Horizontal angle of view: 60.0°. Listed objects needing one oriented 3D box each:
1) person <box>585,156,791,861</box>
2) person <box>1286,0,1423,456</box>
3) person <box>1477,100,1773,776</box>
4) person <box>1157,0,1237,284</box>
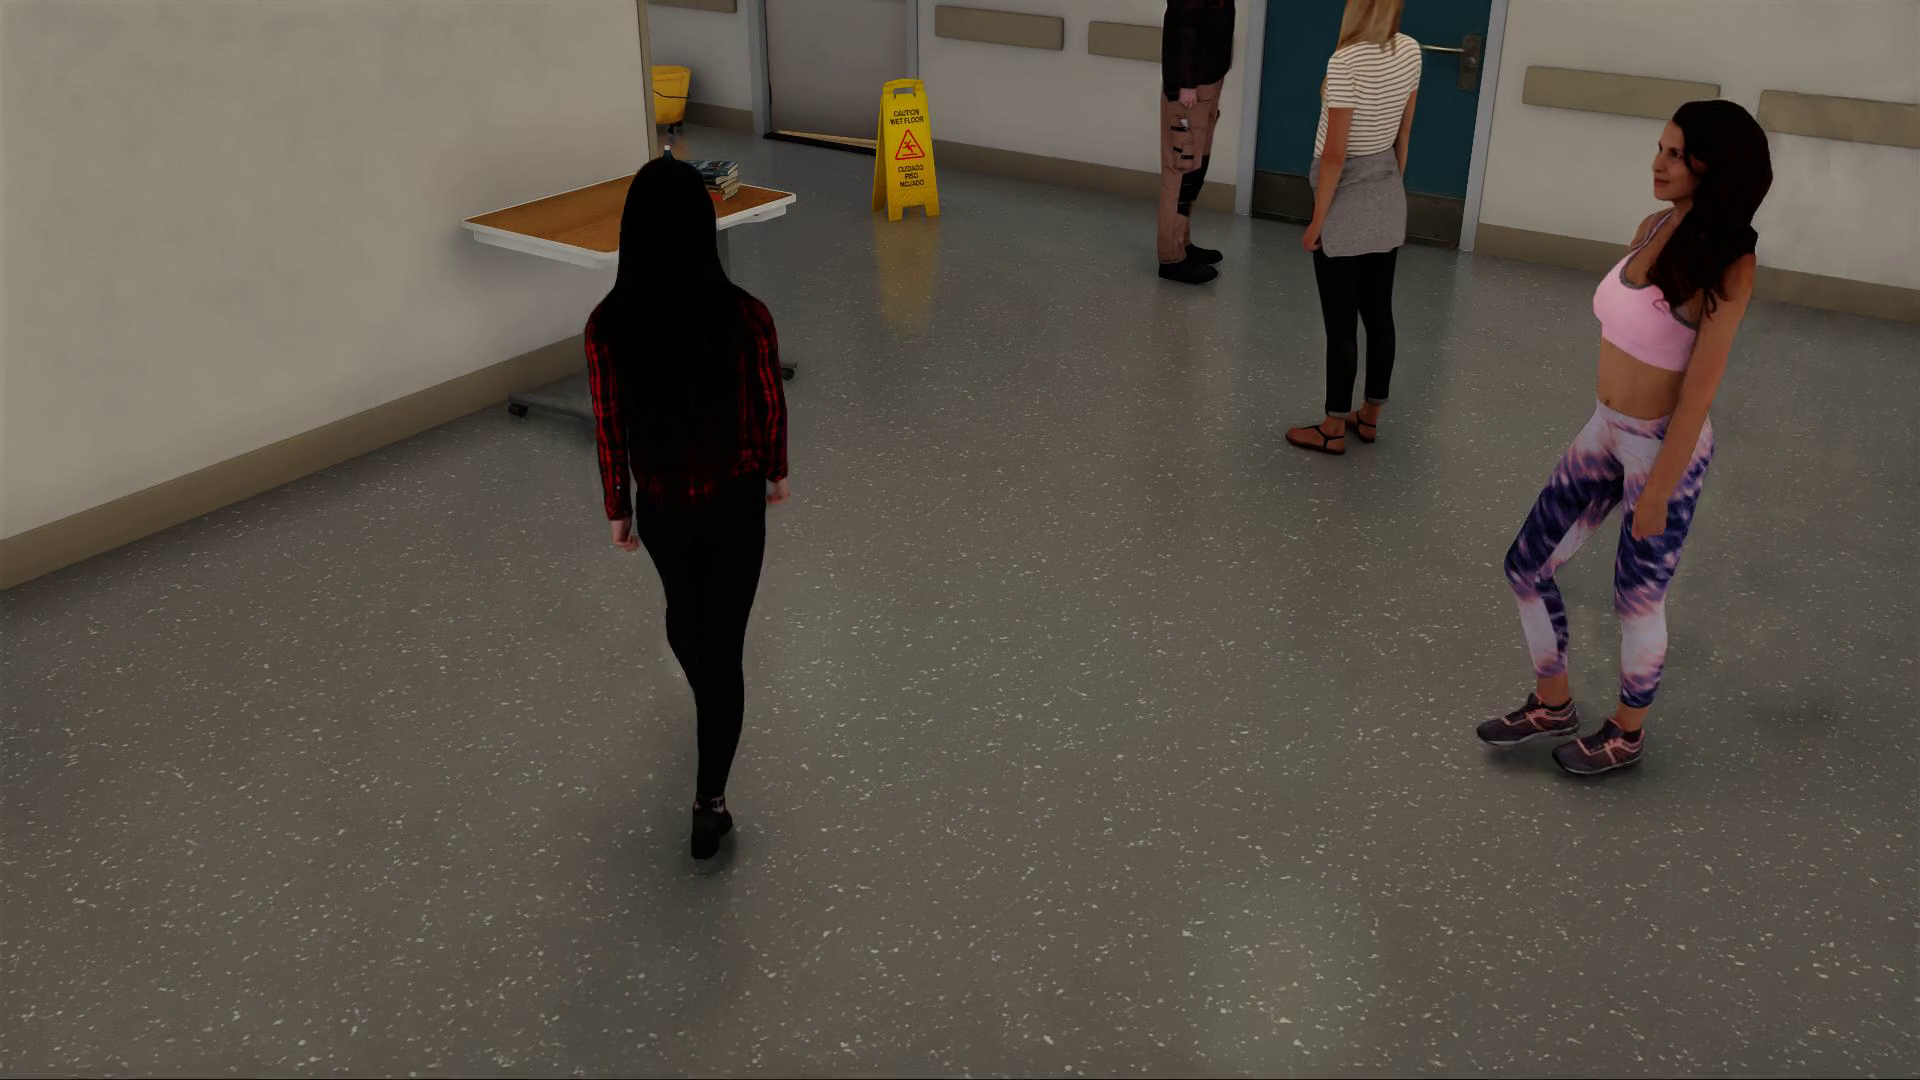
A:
[{"bbox_3d":[-0.606,-0.017,3.894,1.056,1.618,1.025,0,26,0],"label":"person"},{"bbox_3d":[1.479,-1.208,6.124,0.673,1.826,0.653,-16,30,-29],"label":"person"},{"bbox_3d":[1.753,-0.195,4.104,0.819,1.756,0.757,-6,26,-12],"label":"person"},{"bbox_3d":[1.148,-2.265,8.203,0.731,1.925,0.779,7,27,13],"label":"person"}]
